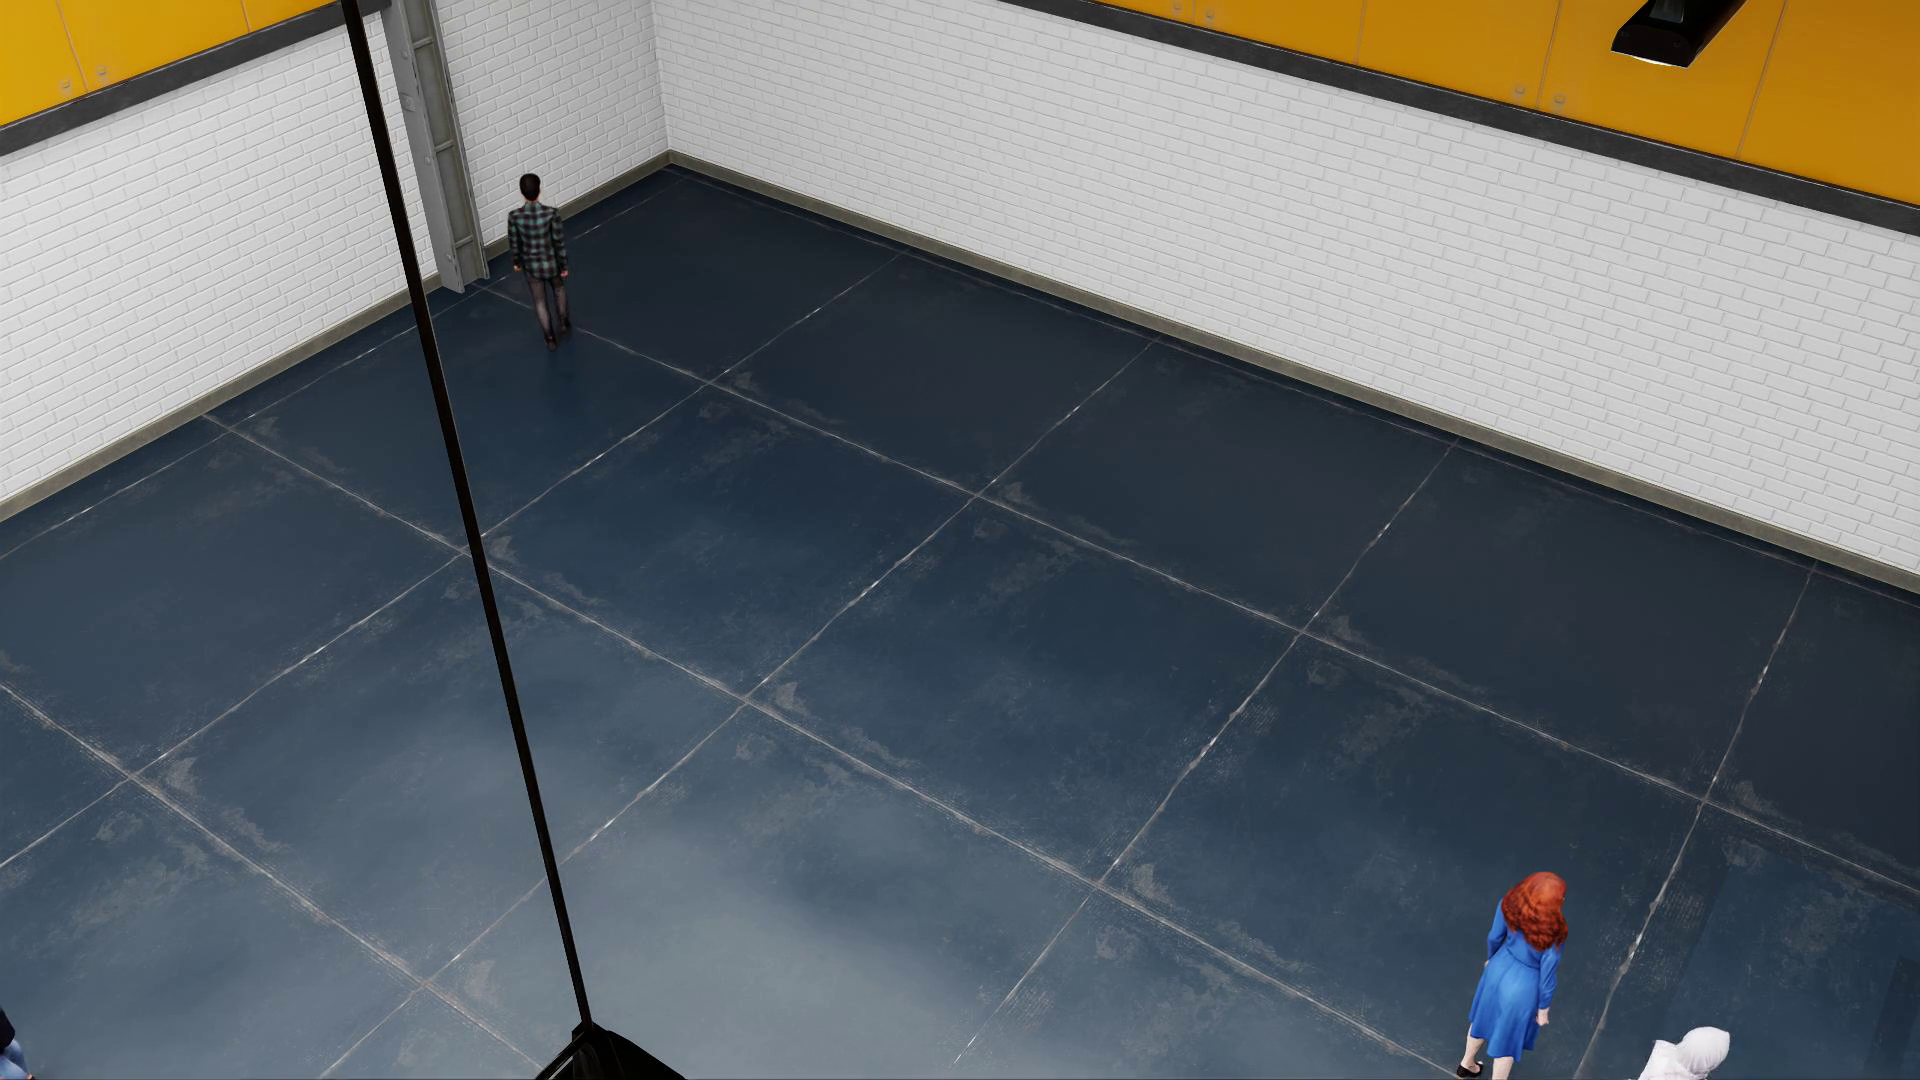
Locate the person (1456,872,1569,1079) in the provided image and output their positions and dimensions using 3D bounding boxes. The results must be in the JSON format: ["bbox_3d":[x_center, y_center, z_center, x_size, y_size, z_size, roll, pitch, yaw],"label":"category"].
[{"bbox_3d":[2.985,2.434,8.998,0.729,1.828,0.712,-17,42,-20],"label":"person"}]

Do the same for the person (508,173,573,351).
[{"bbox_3d":[-3.860,-2.527,15.294,0.829,1.702,0.874,-12,40,-15],"label":"person"}]

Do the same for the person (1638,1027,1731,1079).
[{"bbox_3d":[3.409,3.026,8.307,0.766,1.766,0.697,-5,39,-7],"label":"person"}]
